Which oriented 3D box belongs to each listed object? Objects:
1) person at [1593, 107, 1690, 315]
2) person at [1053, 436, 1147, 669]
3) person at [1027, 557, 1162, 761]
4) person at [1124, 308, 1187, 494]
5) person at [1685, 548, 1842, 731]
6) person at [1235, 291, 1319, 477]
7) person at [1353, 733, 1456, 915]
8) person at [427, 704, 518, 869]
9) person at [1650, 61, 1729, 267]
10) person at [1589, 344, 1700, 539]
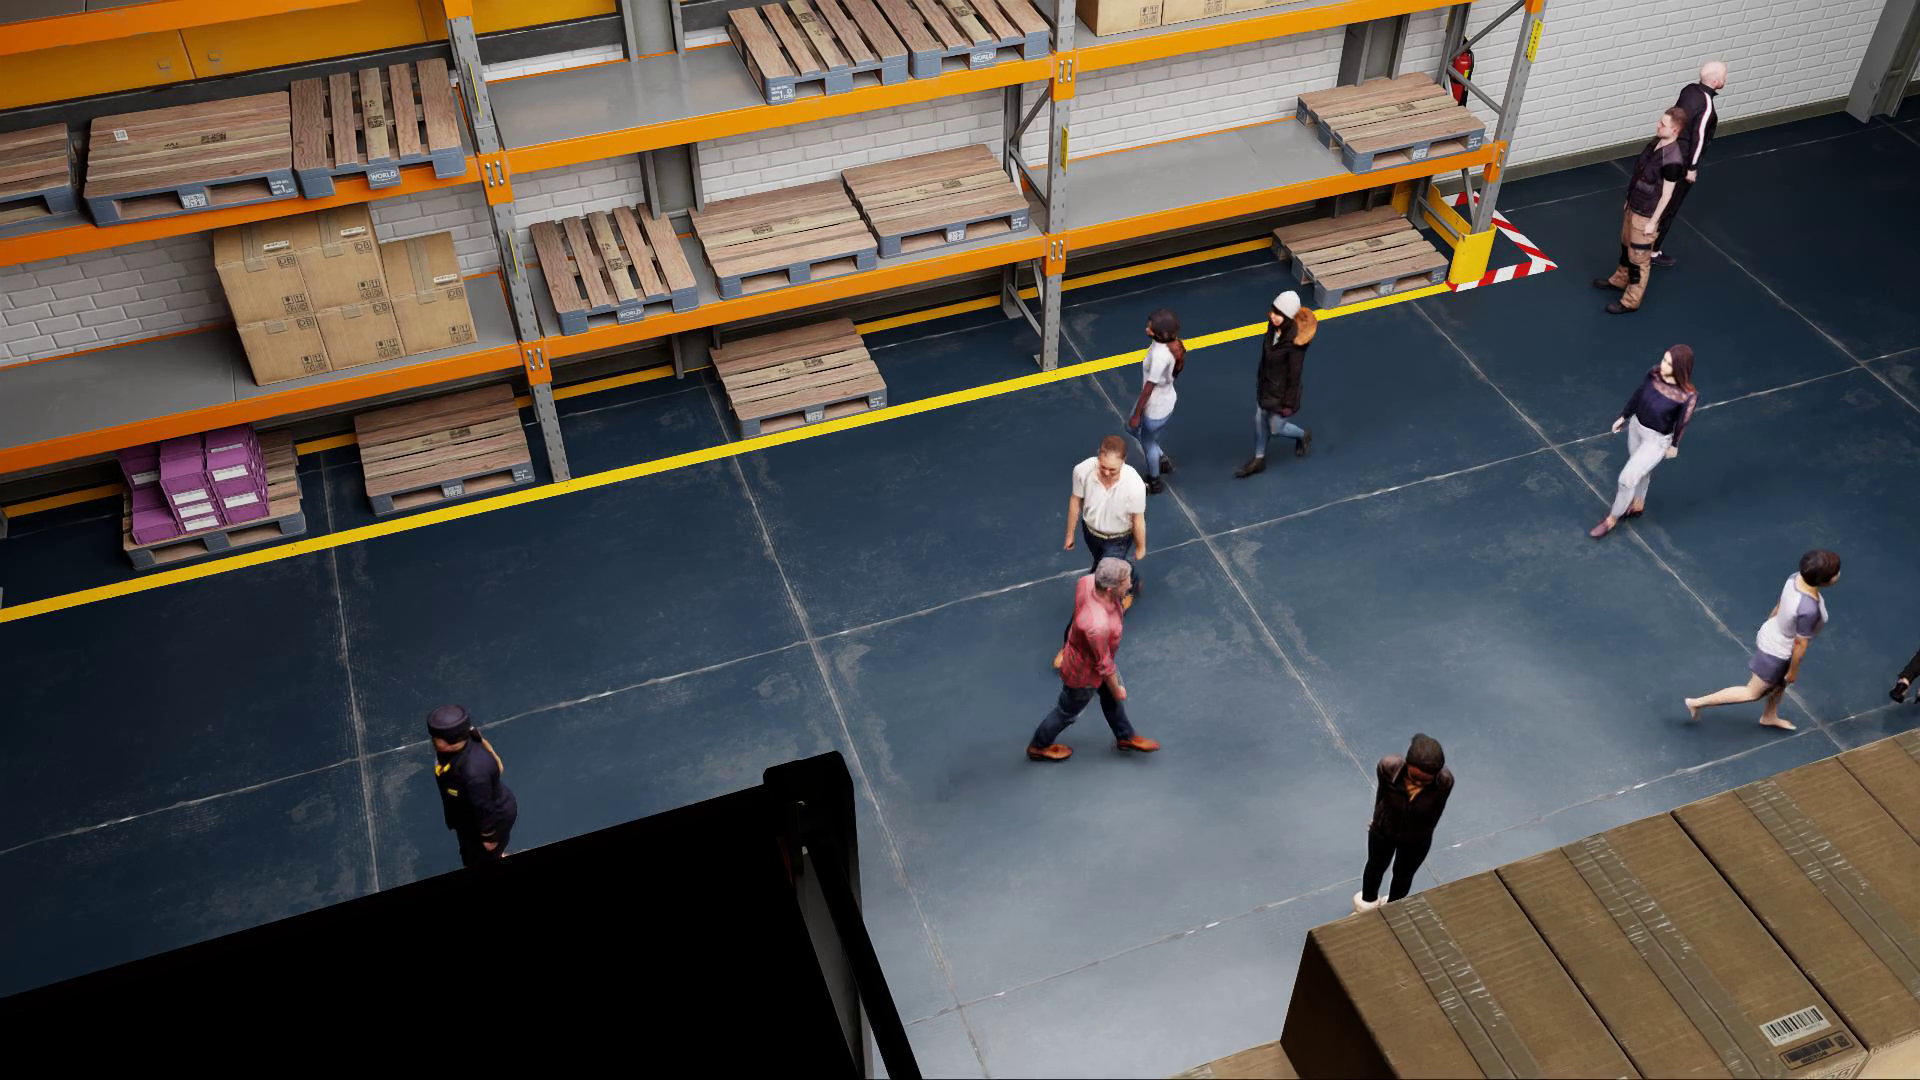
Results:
[{"bbox_3d":[5.668,-2.724,13.679,0.724,1.840,0.759,1,44,1],"label":"person"},{"bbox_3d":[1.023,-0.077,10.937,1.088,1.790,1.333,29,51,27],"label":"person"},{"bbox_3d":[0.690,0.771,10.051,1.205,1.784,1.018,3,44,4],"label":"person"},{"bbox_3d":[1.480,-0.952,11.917,0.784,1.706,0.729,9,44,9],"label":"person"},{"bbox_3d":[5.042,0.657,10.346,1.048,1.541,0.891,9,44,9],"label":"person"},{"bbox_3d":[2.393,-1.134,12.169,0.891,1.620,0.684,-20,47,-20],"label":"person"},{"bbox_3d":[2.456,1.614,9.260,0.695,1.654,0.758,25,49,24],"label":"person"},{"bbox_3d":[-2.620,1.519,9.355,0.774,1.662,0.766,-23,48,-22],"label":"person"},{"bbox_3d":[6.155,-3.249,14.233,0.694,1.835,0.739,-2,44,-2],"label":"person"},{"bbox_3d":[4.933,-0.740,11.779,0.763,1.588,0.623,-11,45,-12],"label":"person"}]
